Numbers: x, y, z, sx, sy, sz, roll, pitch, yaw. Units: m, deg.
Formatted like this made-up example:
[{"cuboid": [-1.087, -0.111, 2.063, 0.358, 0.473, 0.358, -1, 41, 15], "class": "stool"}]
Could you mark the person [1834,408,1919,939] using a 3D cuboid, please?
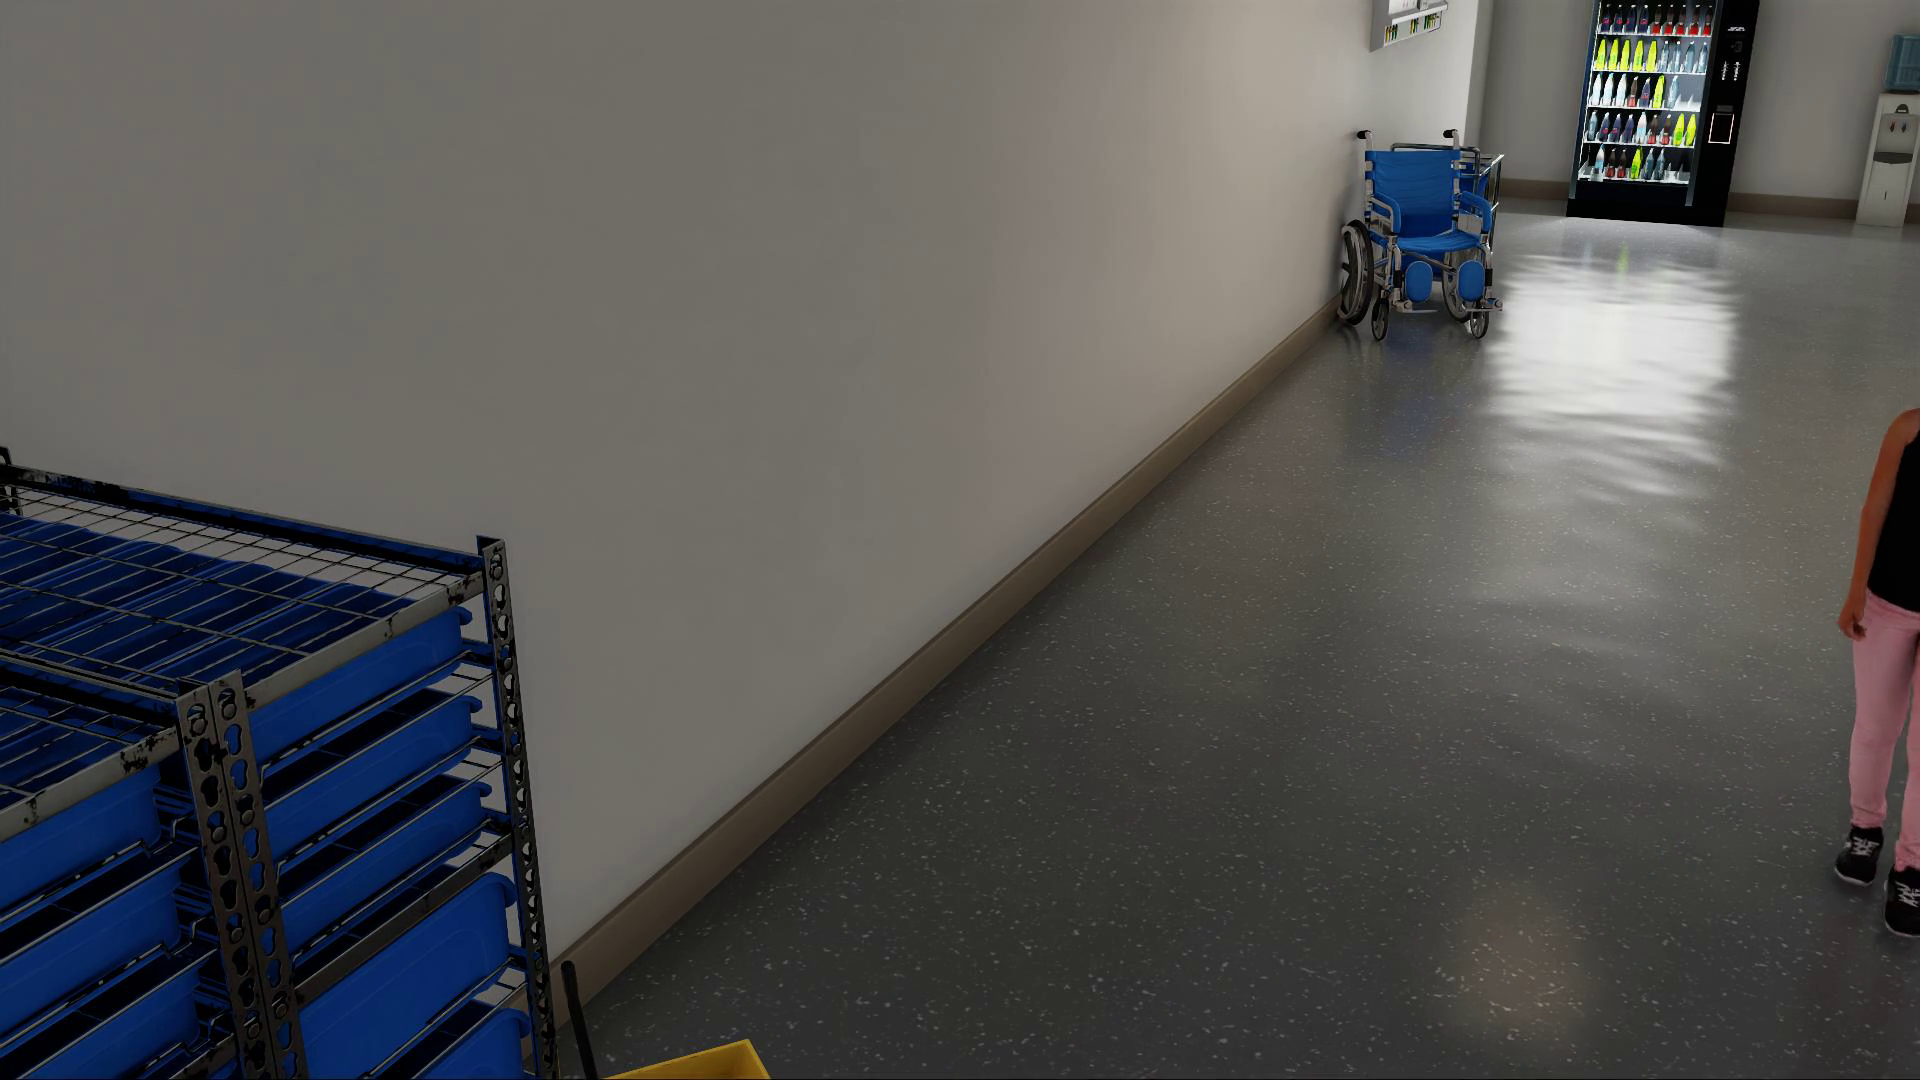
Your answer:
[{"cuboid": [2.431, 0.168, 4.177, 0.682, 1.545, 0.644, 15, 26, 35], "class": "person"}]
